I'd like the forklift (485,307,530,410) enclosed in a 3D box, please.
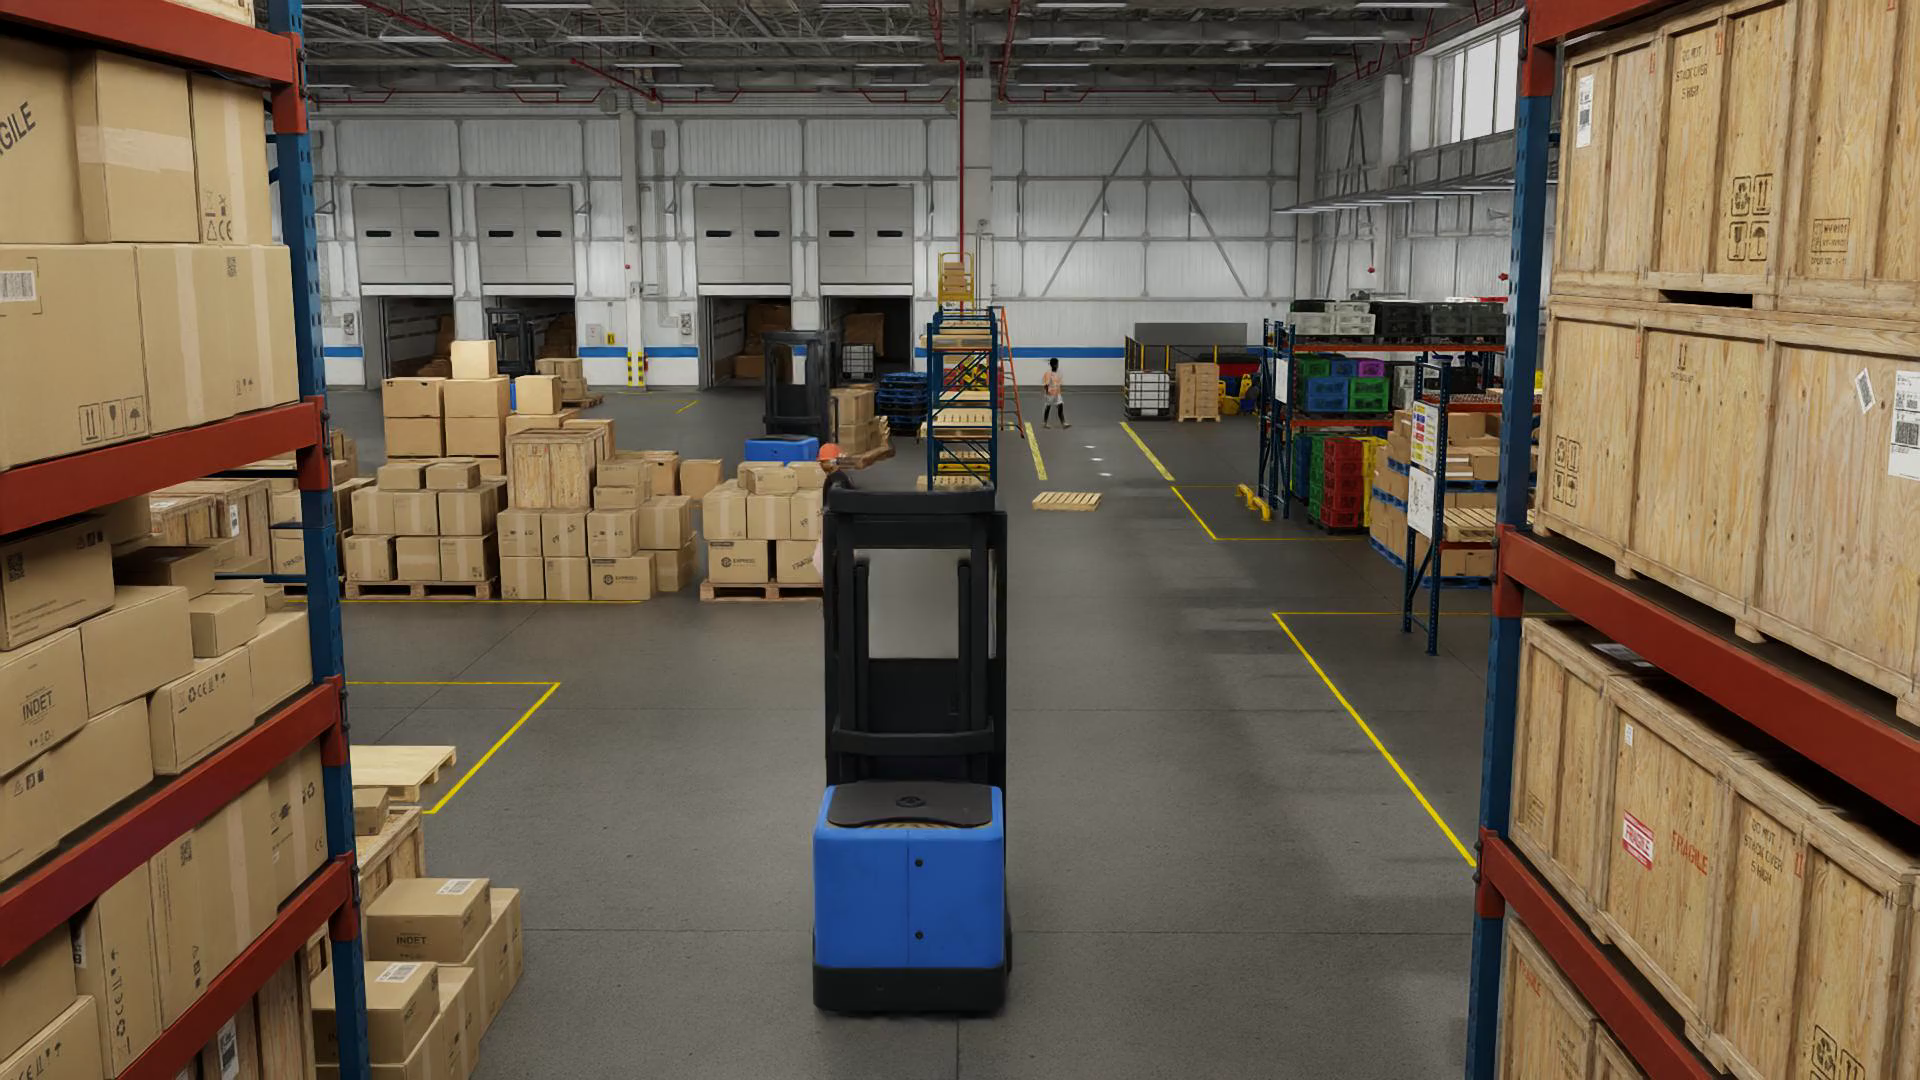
[{"bbox_3d":[-10.754,-4.150,39.646,1.129,2.768,1.873,0,10,1],"label":"forklift"}]

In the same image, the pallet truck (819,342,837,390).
[{"bbox_3d":[-3.021,-4.312,43.126,1.885,1.965,0.823,3,10,17],"label":"pallet truck"}]

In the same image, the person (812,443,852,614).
[{"bbox_3d":[-1.447,-0.117,18.999,0.571,1.967,0.624,-6,11,-30],"label":"person"}]

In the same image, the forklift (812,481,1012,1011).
[{"bbox_3d":[-0.267,1.051,9.636,1.129,2.768,1.873,0,10,1],"label":"forklift"}]

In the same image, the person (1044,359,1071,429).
[{"bbox_3d":[2.225,-3.398,38.817,0.552,1.645,0.867,-7,12,-34],"label":"person"}]

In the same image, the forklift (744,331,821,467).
[{"bbox_3d":[-2.803,-2.080,27.700,1.129,2.768,1.873,3,10,15],"label":"forklift"}]
